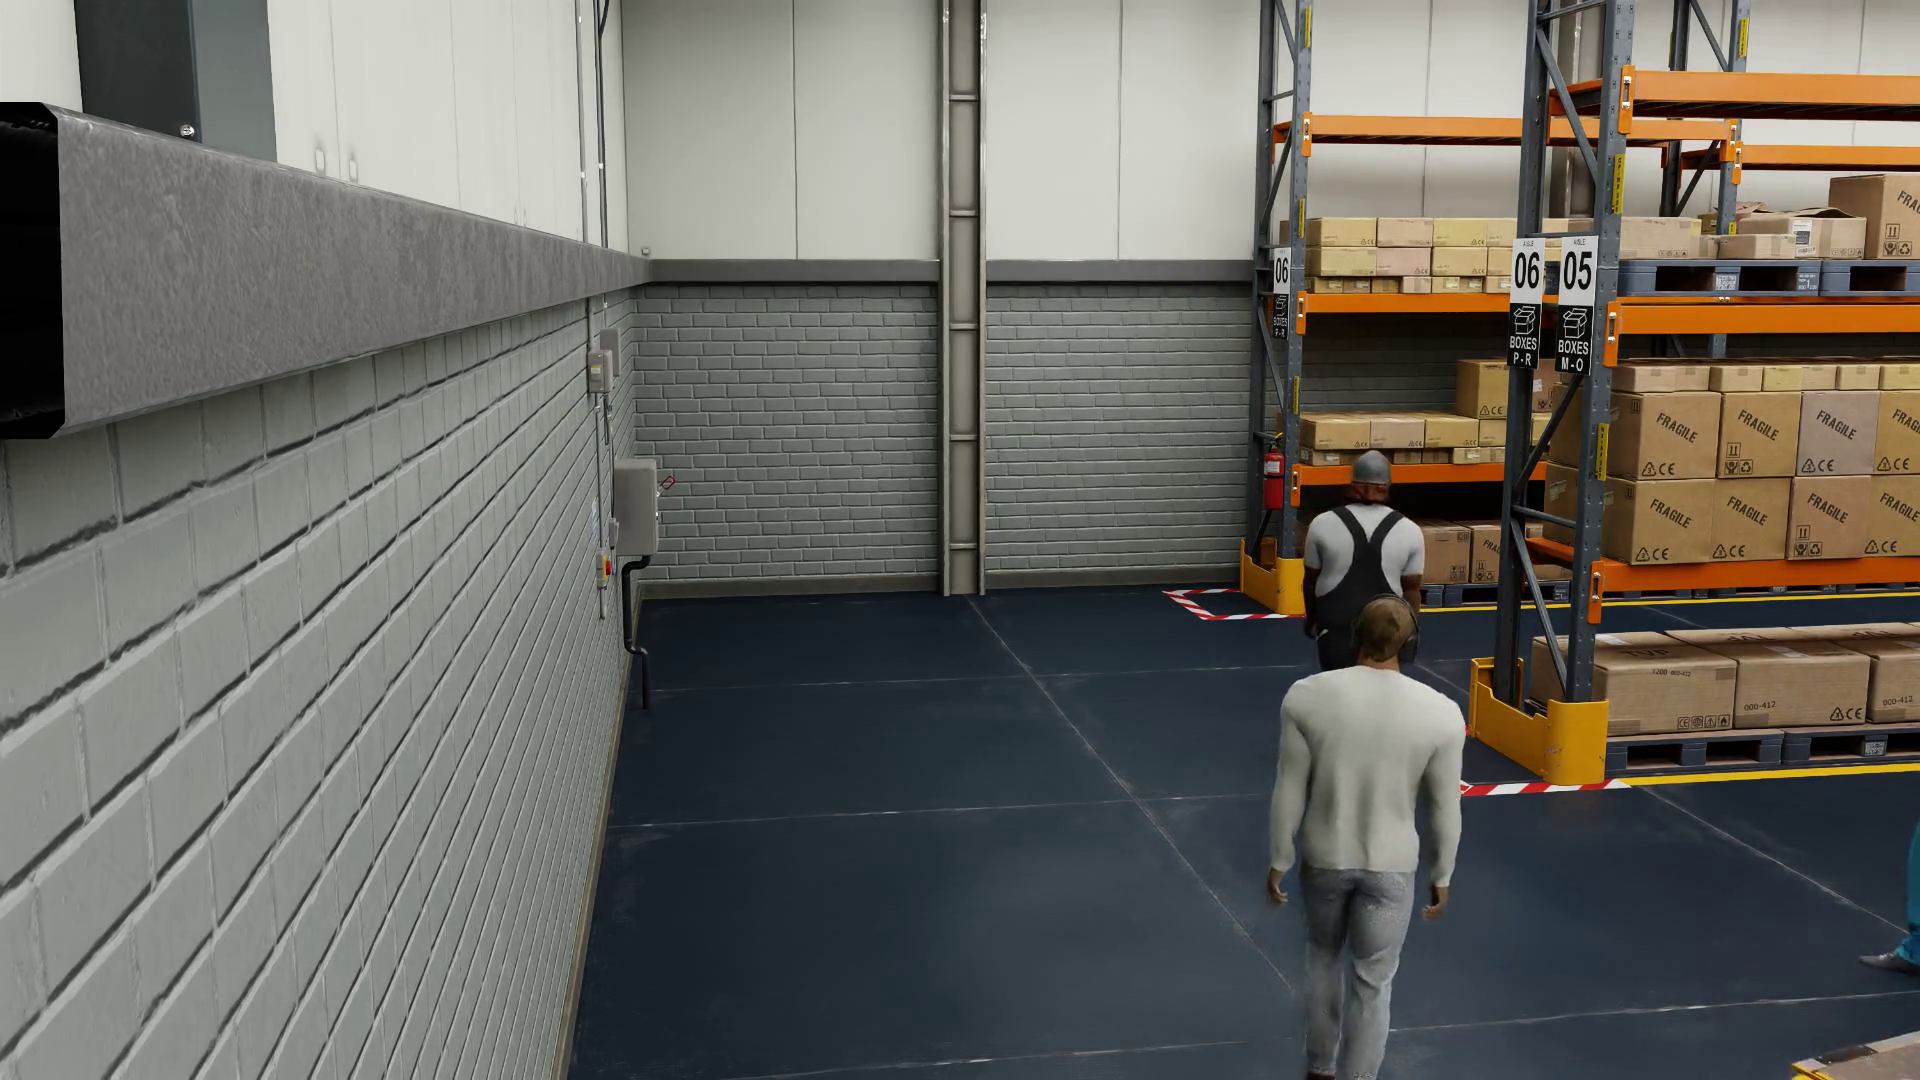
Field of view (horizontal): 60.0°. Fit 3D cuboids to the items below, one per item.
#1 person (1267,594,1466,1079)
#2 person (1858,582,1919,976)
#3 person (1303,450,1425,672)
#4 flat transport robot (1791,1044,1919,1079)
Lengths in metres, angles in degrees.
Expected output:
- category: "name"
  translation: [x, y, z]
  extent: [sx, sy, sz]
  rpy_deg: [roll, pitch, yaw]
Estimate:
- category: "person"
  translation: [1.429, 1.141, 5.873]
  extent: [0.643, 1.904, 0.633]
  rpy_deg: [3, 10, 19]
- category: "person"
  translation: [4.341, 1.028, 6.935]
  extent: [0.831, 1.806, 0.622]
  rpy_deg: [3, 10, 19]
- category: "person"
  translation: [2.366, 0.433, 9.825]
  extent: [0.678, 2.000, 1.011]
  rpy_deg: [1, 9, 9]
- category: "flat transport robot"
  translation: [3.489, 1.969, 5.796]
  extent: [1.431, 0.197, 0.652]
  rpy_deg: [-4, 10, -23]
